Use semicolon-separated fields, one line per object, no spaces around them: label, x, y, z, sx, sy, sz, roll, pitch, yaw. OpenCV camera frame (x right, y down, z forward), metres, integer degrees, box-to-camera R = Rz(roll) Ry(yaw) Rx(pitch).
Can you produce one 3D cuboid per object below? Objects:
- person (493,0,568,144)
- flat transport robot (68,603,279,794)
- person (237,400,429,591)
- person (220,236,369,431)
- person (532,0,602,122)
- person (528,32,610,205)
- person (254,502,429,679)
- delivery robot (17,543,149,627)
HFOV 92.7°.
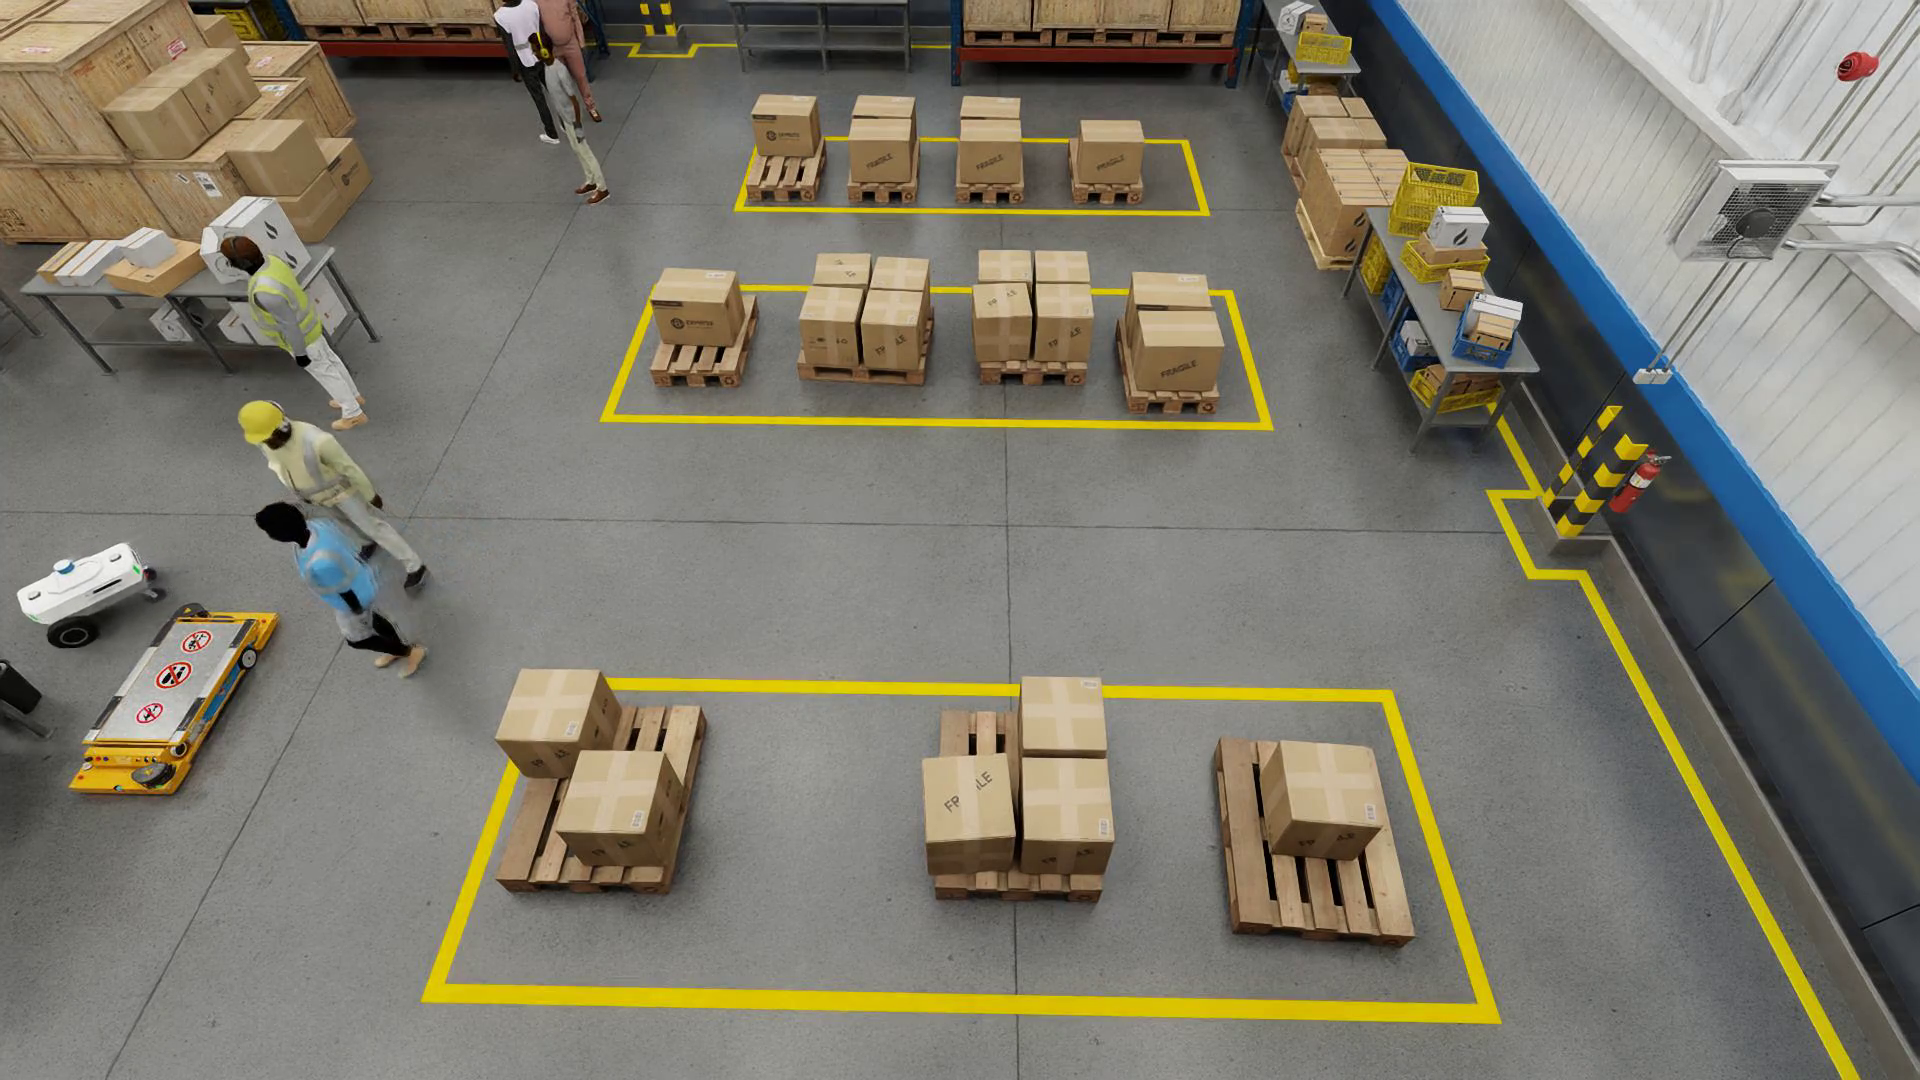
person;-5.242;-5.874;11.248;0.373;1.917;0.594;30;56;23
flat transport robot;-5.504;1.072;6.442;0.652;0.197;1.431;1;50;1
person;-4.558;-0.358;6.668;0.715;1.798;0.478;9;50;8
person;-5.646;-1.754;7.812;0.429;1.841;0.633;-20;53;-16
person;-5.036;-6.237;11.563;0.643;1.909;0.410;-19;52;-15
person;-4.394;-4.723;10.309;0.323;1.865;0.518;-31;56;-24
person;-4.128;0.361;6.123;0.388;1.685;0.547;-29;56;-22
delivery robot;-6.510;0.332;6.824;0.707;0.478;0.477;-36;58;-26
